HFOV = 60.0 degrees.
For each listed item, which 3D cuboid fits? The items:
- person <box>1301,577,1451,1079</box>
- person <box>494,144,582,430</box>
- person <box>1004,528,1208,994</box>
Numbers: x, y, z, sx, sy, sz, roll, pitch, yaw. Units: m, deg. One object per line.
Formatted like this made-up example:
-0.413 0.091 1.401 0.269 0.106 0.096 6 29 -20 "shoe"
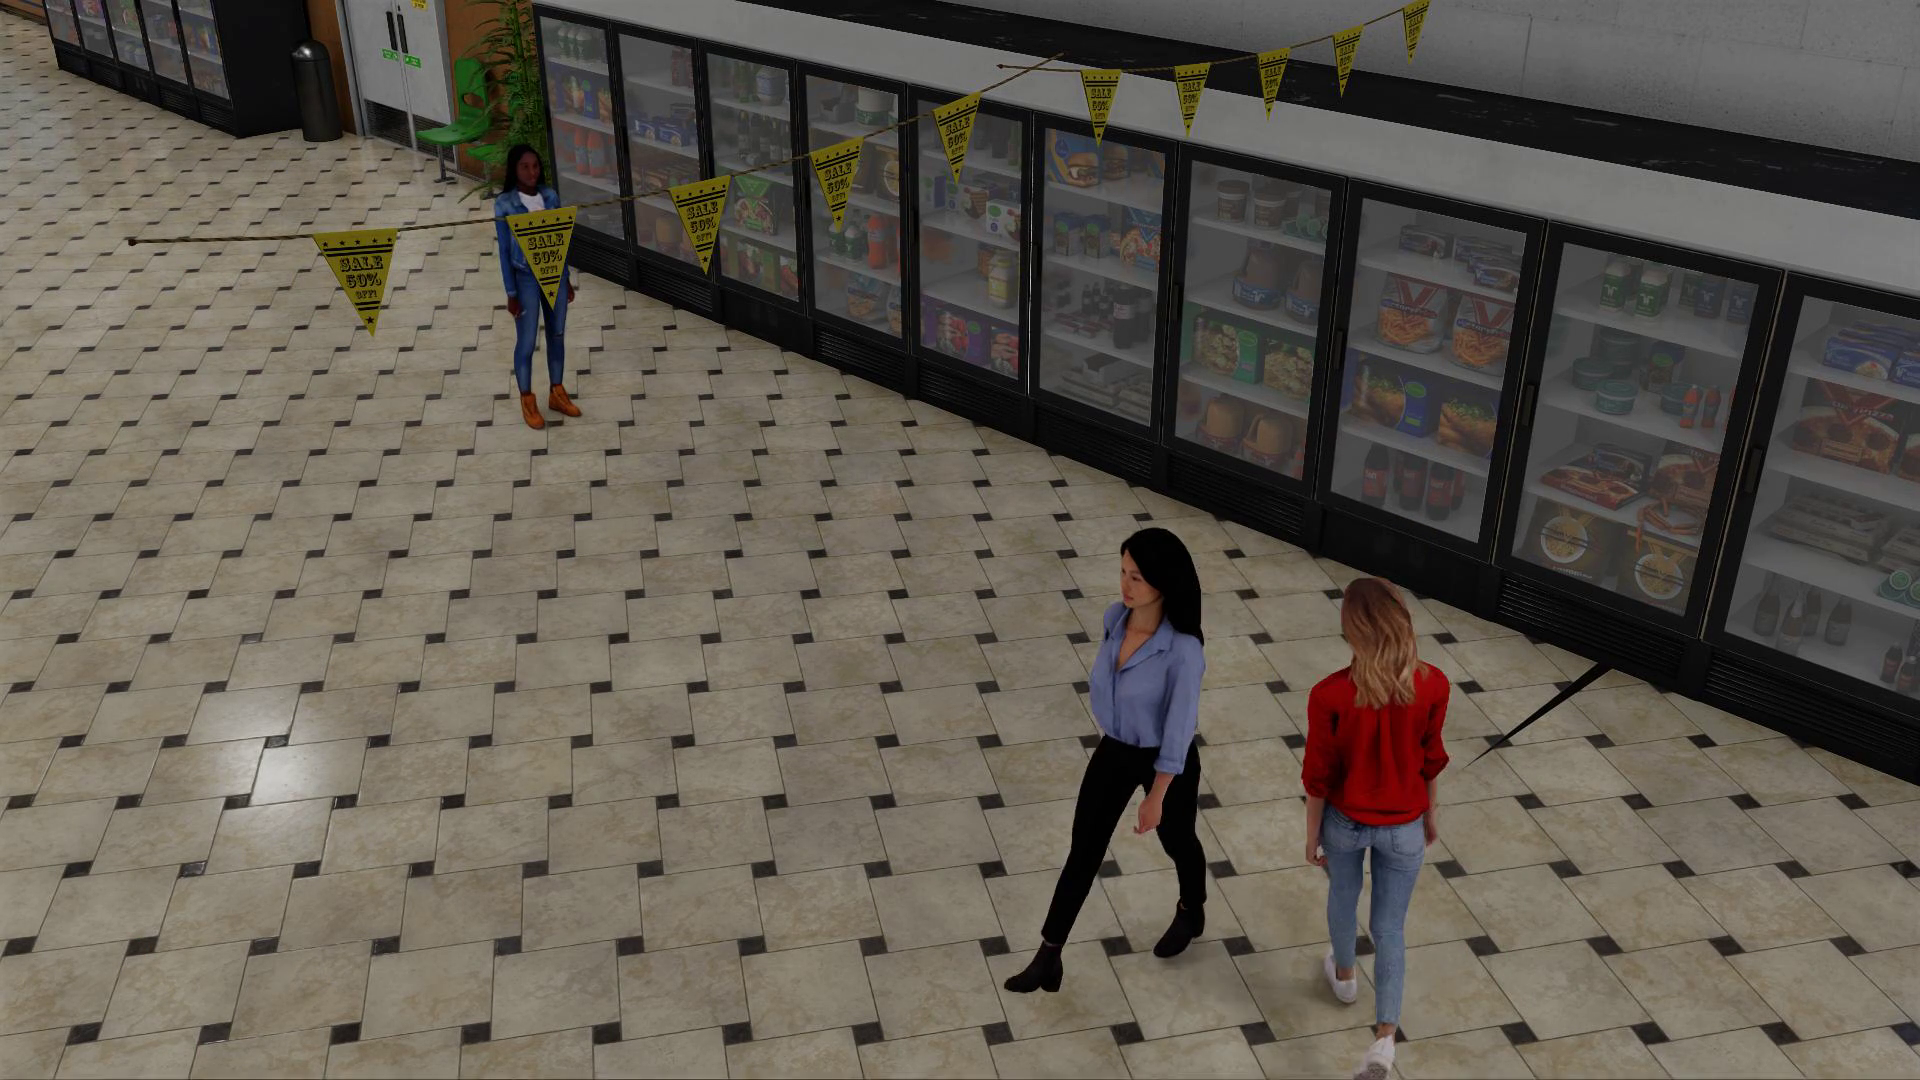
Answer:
1.309 0.943 5.217 1.043 1.681 1.116 1 27 3 "person"
-2.569 -1.548 10.097 0.666 1.712 0.456 23 35 38 "person"
0.700 0.751 5.572 1.089 1.703 0.705 -21 34 -35 "person"
